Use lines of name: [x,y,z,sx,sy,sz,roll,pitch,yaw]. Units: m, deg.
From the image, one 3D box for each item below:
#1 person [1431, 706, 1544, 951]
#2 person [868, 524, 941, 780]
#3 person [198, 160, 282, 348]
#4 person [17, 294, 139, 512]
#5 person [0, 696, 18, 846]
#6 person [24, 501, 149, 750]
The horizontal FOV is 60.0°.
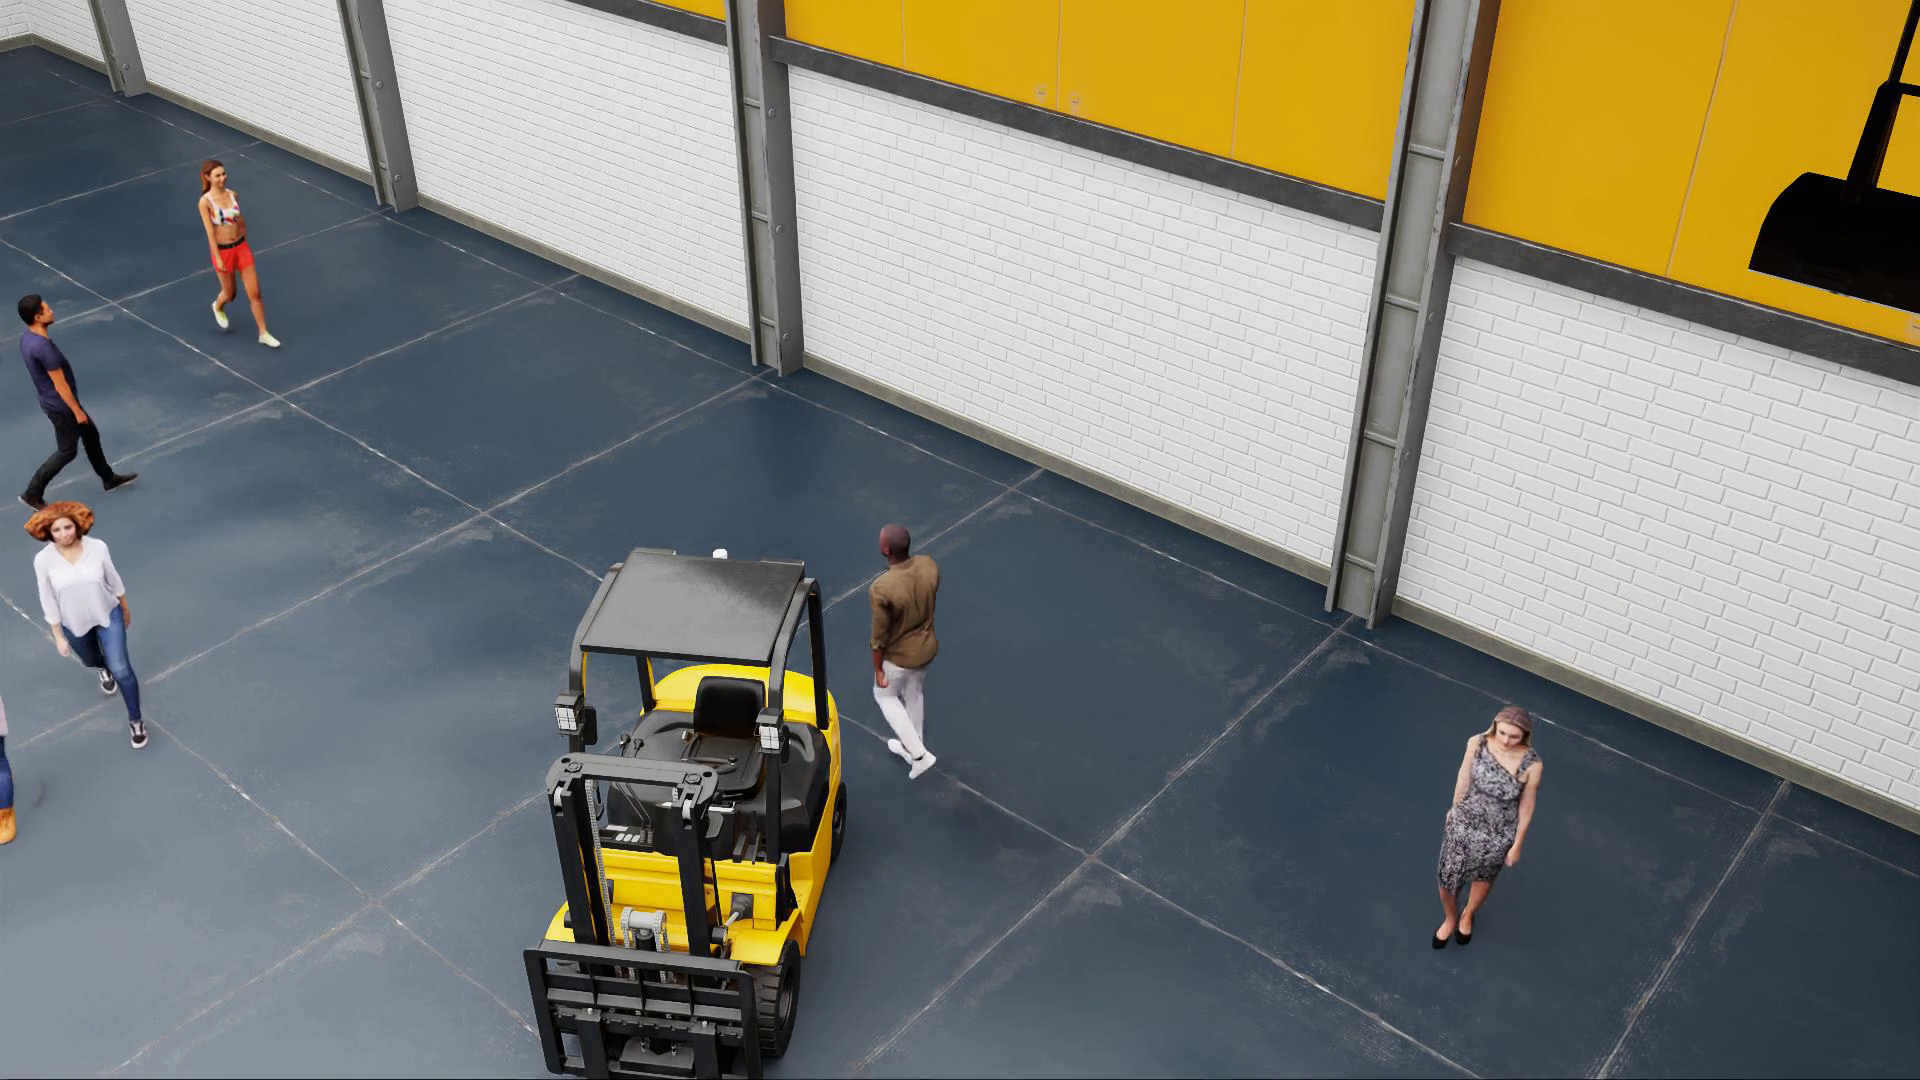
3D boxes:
person: [2.925,1.523,9.131,0.594,1.688,0.690,20,38,27]
person: [-0.280,0.729,10.221,0.790,1.804,0.844,-26,41,-33]
person: [-6.763,-2.634,15.316,1.047,1.765,0.593,22,40,30]
person: [-7.055,-1.017,12.885,0.908,1.763,1.118,-21,39,-28]
person: [-5.973,0.966,9.952,0.993,1.708,1.086,-8,34,-12]
person: [-5.621,0.457,10.740,0.958,1.682,1.219,-14,36,-20]
